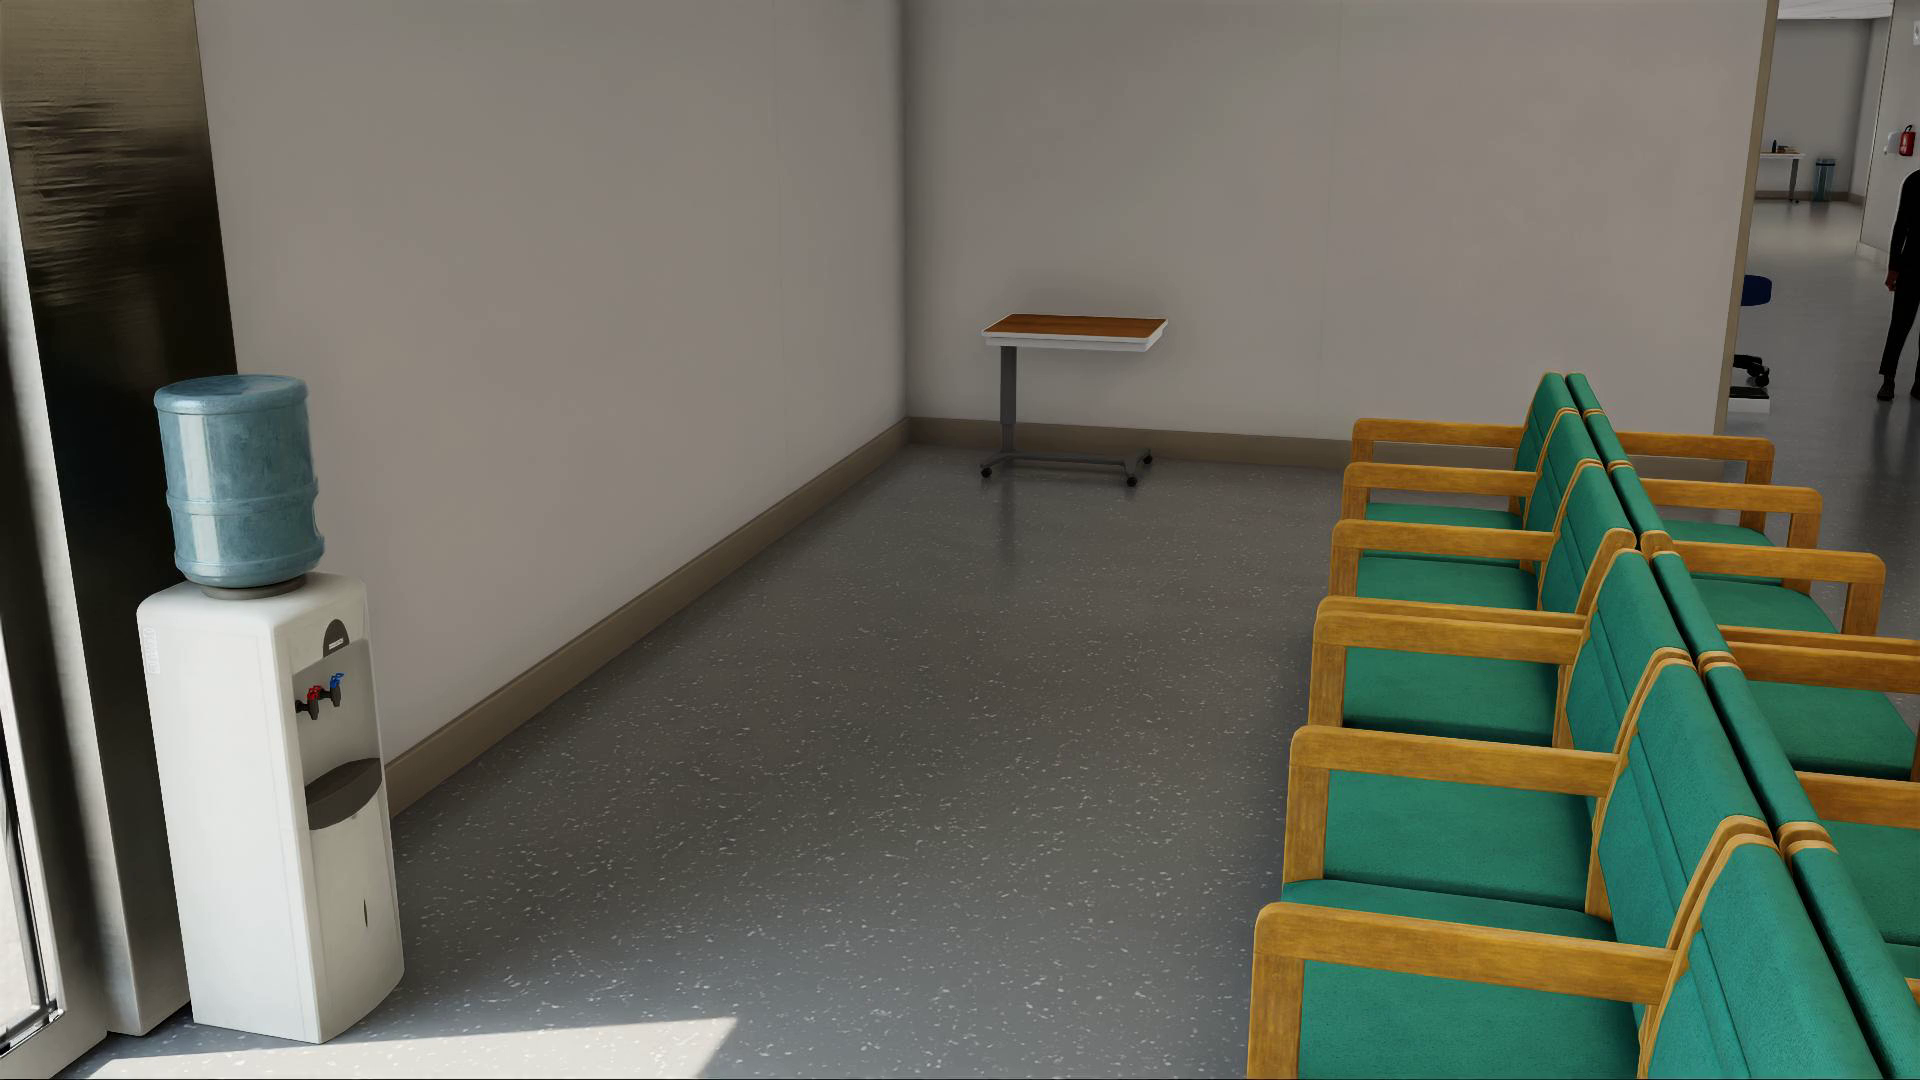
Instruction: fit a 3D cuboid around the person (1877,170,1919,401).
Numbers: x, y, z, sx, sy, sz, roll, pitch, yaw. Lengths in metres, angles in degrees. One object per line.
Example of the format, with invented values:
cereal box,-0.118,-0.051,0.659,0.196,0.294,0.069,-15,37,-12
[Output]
person,6.458,-1.843,11.093,0.451,1.808,0.697,4,16,15
